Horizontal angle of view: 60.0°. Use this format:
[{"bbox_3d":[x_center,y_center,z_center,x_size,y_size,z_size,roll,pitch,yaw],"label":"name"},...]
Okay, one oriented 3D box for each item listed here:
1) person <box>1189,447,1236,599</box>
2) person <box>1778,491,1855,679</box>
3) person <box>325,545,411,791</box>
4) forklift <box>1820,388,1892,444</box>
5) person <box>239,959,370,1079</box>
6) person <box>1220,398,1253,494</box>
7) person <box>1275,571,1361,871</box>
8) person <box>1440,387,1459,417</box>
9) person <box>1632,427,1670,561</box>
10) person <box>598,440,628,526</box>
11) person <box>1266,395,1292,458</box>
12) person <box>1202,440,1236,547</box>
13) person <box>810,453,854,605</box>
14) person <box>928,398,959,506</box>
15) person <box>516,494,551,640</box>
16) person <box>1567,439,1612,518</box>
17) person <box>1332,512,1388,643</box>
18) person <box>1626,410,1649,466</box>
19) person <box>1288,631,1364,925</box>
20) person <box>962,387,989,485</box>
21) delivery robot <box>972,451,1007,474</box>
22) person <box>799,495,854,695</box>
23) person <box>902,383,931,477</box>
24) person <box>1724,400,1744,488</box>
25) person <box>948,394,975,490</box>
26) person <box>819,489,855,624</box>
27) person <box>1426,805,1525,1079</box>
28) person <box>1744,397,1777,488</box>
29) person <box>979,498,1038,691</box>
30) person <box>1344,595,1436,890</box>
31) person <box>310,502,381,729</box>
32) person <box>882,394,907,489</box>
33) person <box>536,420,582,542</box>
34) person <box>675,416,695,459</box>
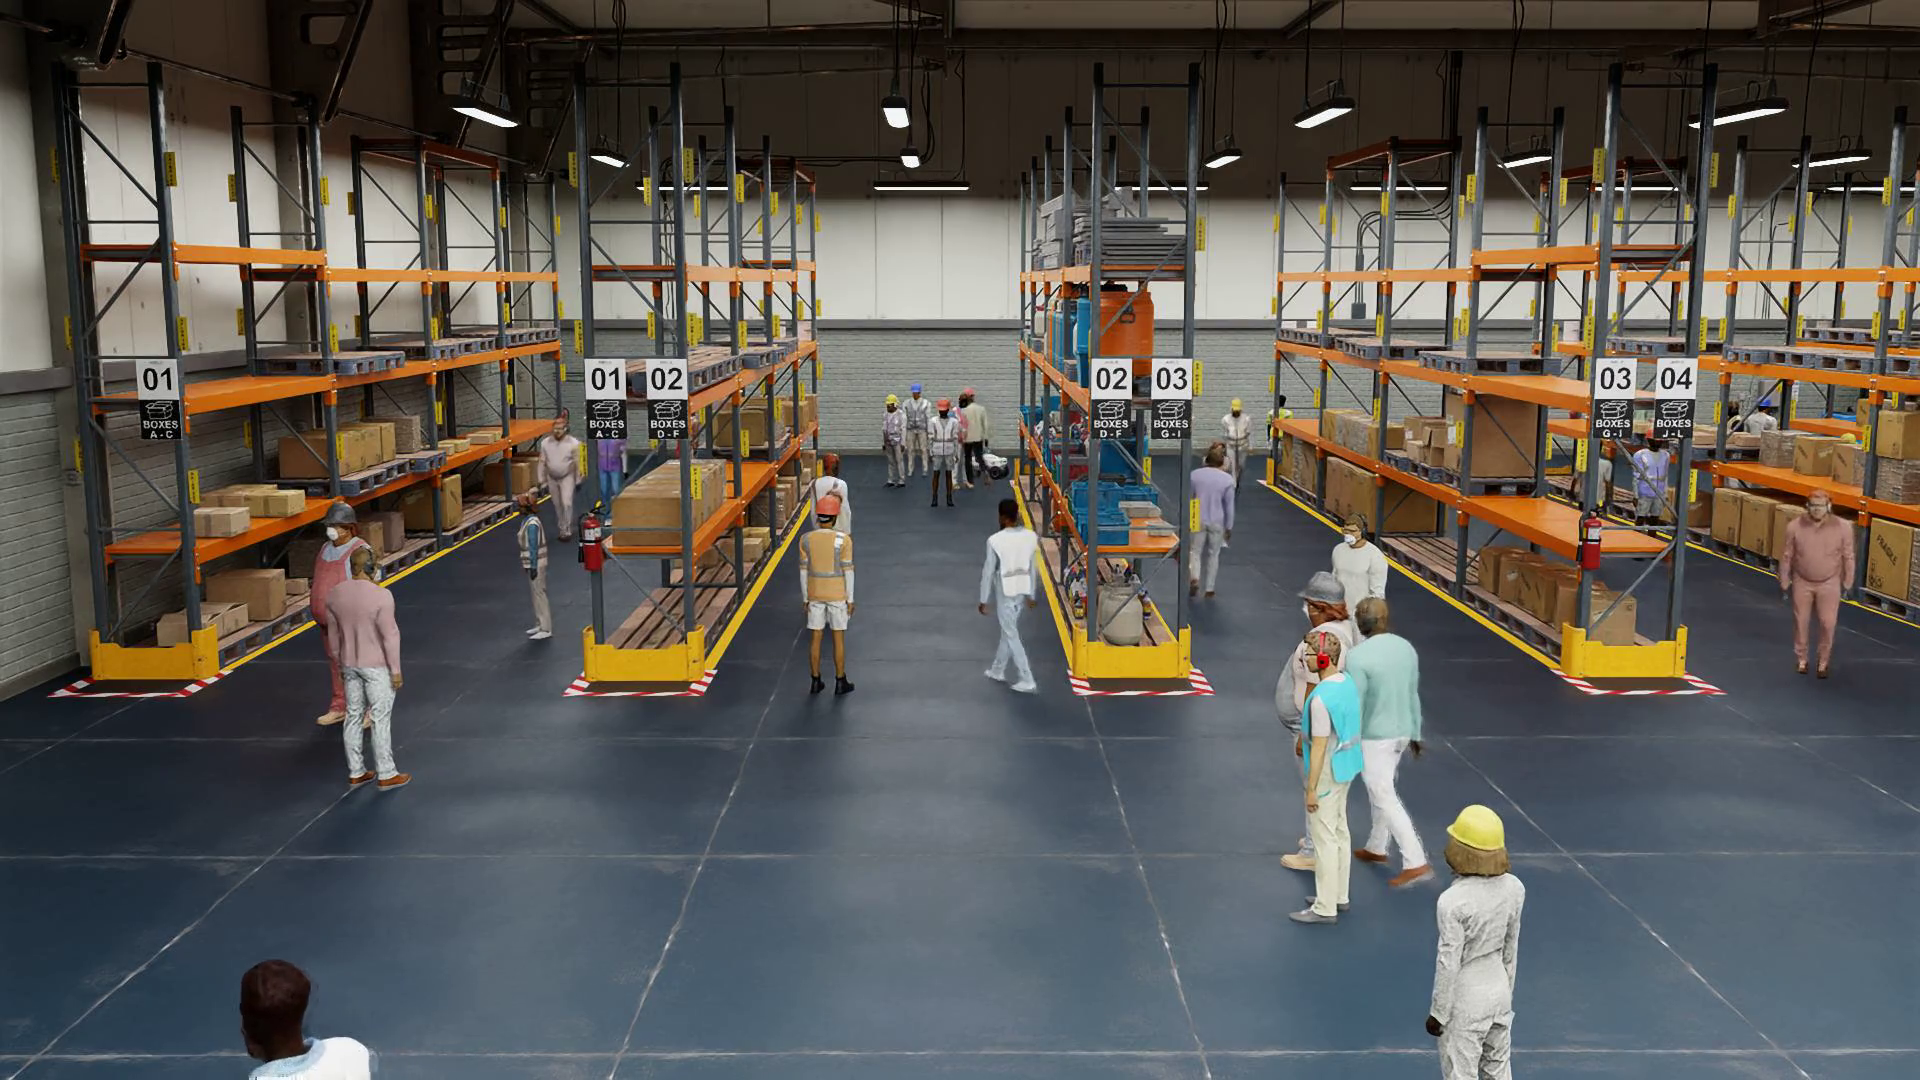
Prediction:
[{"bbox_3d":[3.122,-0.203,20.877,0.651,1.911,0.563,2,9,15],"label":"person"},{"bbox_3d":[8.611,0.444,16.748,0.698,1.892,0.642,5,10,28],"label":"person"},{"bbox_3d":[-4.644,1.003,13.036,0.627,1.934,0.371,3,9,19],"label":"person"},{"bbox_3d":[20.072,-3.110,36.462,1.873,2.768,1.129,0,9,0],"label":"forklift"},{"bbox_3d":[-2.041,2.237,5.226,0.791,1.895,0.603,4,10,22],"label":"person"},{"bbox_3d":[5.206,-1.785,31.374,0.598,1.813,0.742,1,9,5],"label":"person"},{"bbox_3d":[2.414,1.216,11.324,0.537,2.000,0.682,5,10,31],"label":"person"},{"bbox_3d":[10.013,-2.208,33.982,0.429,1.846,0.627,-2,9,-14],"label":"person"},{"bbox_3d":[9.870,-0.660,23.728,0.553,1.933,0.367,-2,9,-10],"label":"person"},{"bbox_3d":[-5.714,-1.152,26.986,0.602,1.900,0.606,-1,9,-6],"label":"person"},{"bbox_3d":[6.481,-2.093,33.704,0.541,1.698,0.316,4,10,22],"label":"person"},{"bbox_3d":[3.874,-0.725,25.276,0.533,1.603,0.852,-4,10,-25],"label":"person"},{"bbox_3d":[-1.575,-0.124,20.433,0.573,1.887,0.355,6,11,33],"label":"person"},{"bbox_3d":[-0.290,-1.549,29.467,0.542,1.929,0.374,-1,9,-4],"label":"person"},{"bbox_3d":[-4.771,0.292,18.598,0.320,1.629,0.529,-3,9,-20],"label":"person"},{"bbox_3d":[8.835,-0.539,23.324,0.538,1.831,0.971,2,9,12],"label":"person"},{"bbox_3d":[3.560,0.706,14.973,0.368,1.932,0.627,-5,10,-30],"label":"person"},{"bbox_3d":[14.631,-2.405,35.919,0.498,1.634,0.281,-2,9,-12],"label":"person"},{"bbox_3d":[2.296,1.472,10.332,0.385,1.836,0.564,5,10,31],"label":"person"},{"bbox_3d":[0.269,-1.946,31.939,0.633,1.959,0.747,-4,10,-23],"label":"person"},{"bbox_3d":[0.581,-1.567,33.685,0.707,0.478,0.477,4,10,23],"label":"delivery robot"},{"bbox_3d":[-1.273,0.530,16.067,0.546,1.938,0.361,2,9,14],"label":"person"},{"bbox_3d":[-0.887,-2.233,33.854,0.611,1.941,0.407,2,9,10],"label":"person"},{"bbox_3d":[13.961,-1.610,30.149,0.429,1.839,0.633,2,9,10],"label":"person"},{"bbox_3d":[0.069,-1.889,31.951,0.624,1.841,0.430,-6,11,-33],"label":"person"},{"bbox_3d":[-1.455,0.202,19.211,0.396,1.609,0.536,7,11,37],"label":"person"},{"bbox_3d":[2.224,1.998,7.241,0.486,1.746,0.289,-6,10,-32],"label":"person"},{"bbox_3d":[14.269,-1.589,29.663,0.391,1.948,0.605,-7,11,-38],"label":"person"},{"bbox_3d":[0.483,0.523,16.326,0.604,1.880,0.905,-7,11,-39],"label":"person"},{"bbox_3d":[2.890,1.340,11.053,0.654,1.903,0.842,-6,11,-34],"label":"person"},{"bbox_3d":[-5.509,0.673,14.814,0.682,2.000,0.537,5,10,30],"label":"person"},{"bbox_3d":[-1.280,-1.889,32.007,0.596,1.826,0.403,7,12,40],"label":"person"},{"bbox_3d":[-6.163,-0.895,25.470,0.643,1.870,0.895,1,9,8],"label":"person"},{"bbox_3d":[-5.597,-2.264,33.938,0.598,1.977,0.434,8,12,41],"label":"person"}]
